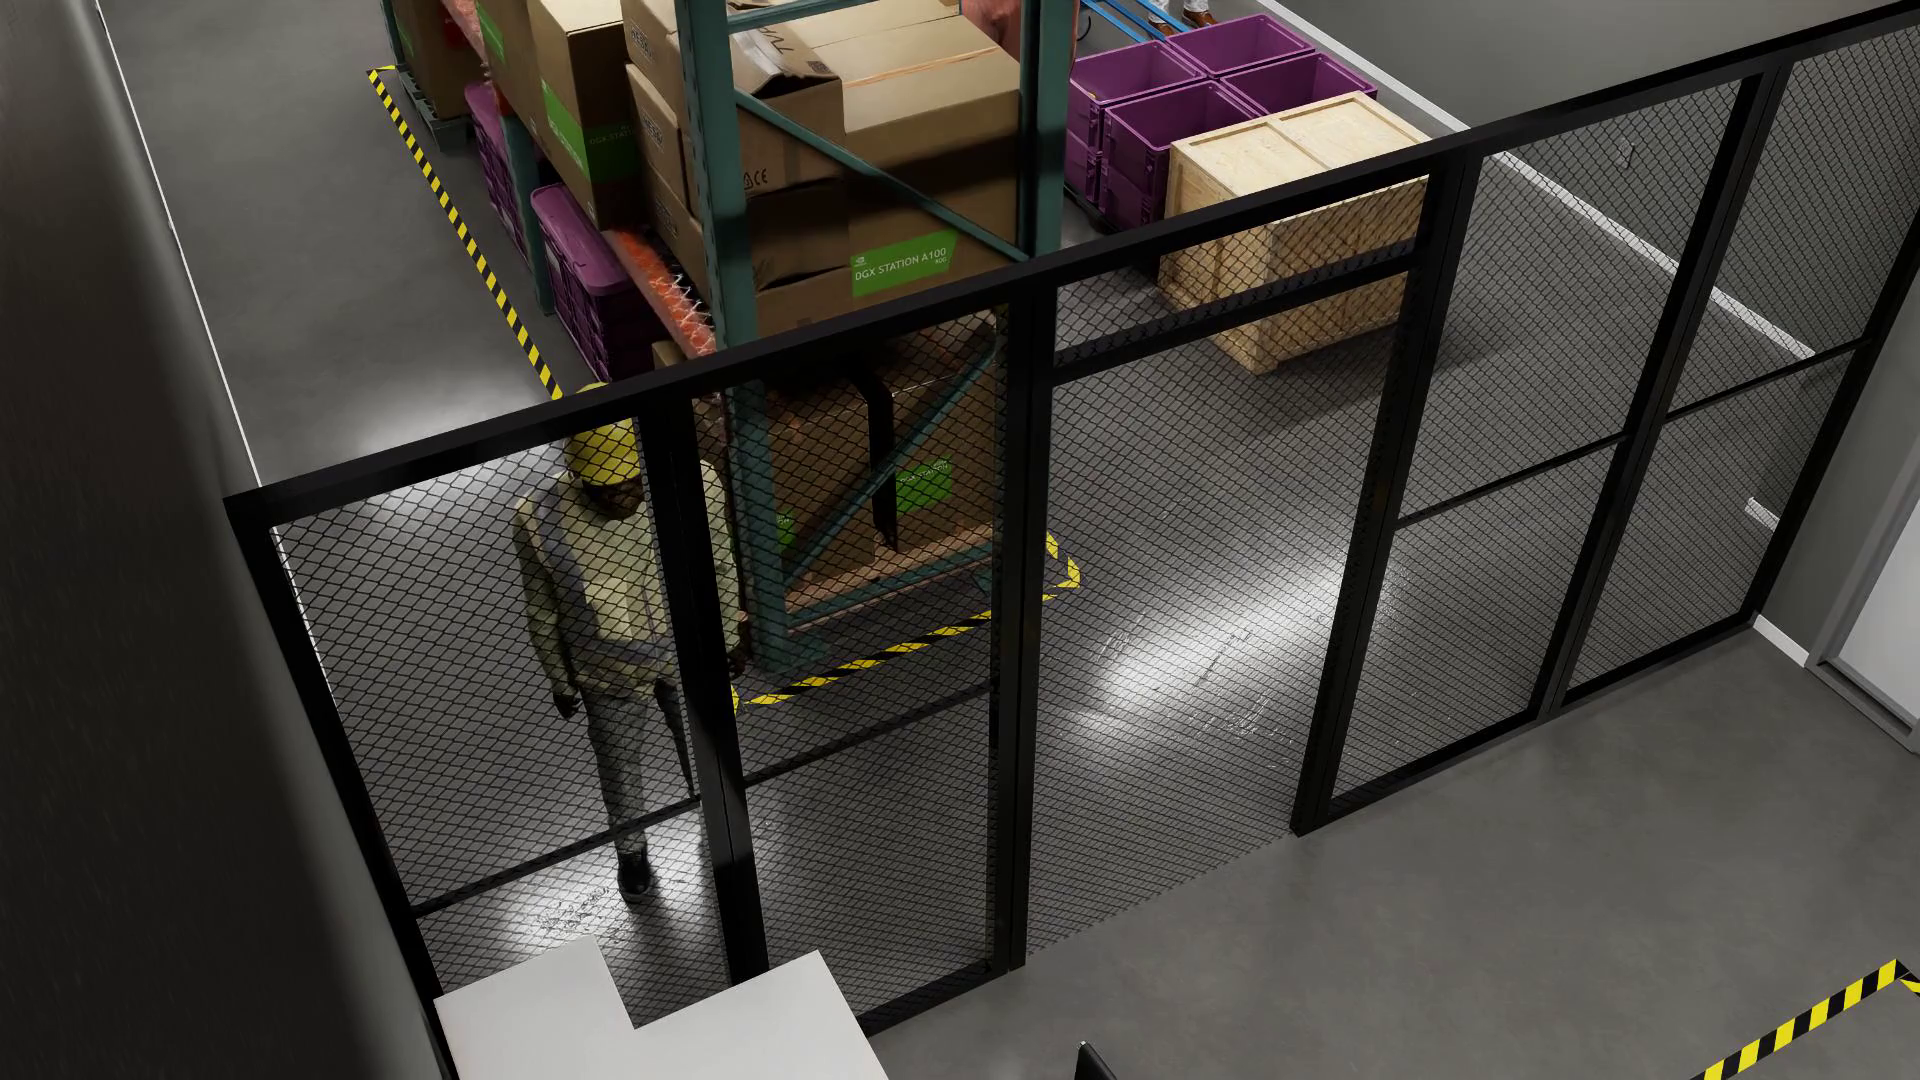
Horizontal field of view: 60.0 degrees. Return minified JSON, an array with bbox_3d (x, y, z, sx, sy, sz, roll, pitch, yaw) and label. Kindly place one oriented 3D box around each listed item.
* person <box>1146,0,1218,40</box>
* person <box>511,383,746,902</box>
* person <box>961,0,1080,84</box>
[{"bbox_3d":[1.283,-3.622,8.907,0.635,1.937,0.352,-22,47,-22],"label":"person"},{"bbox_3d":[-0.887,0.309,4.685,0.590,1.833,0.403,-16,45,-17],"label":"person"},{"bbox_3d":[0.225,-1.807,6.887,0.611,1.987,0.383,-32,51,-30],"label":"person"}]
